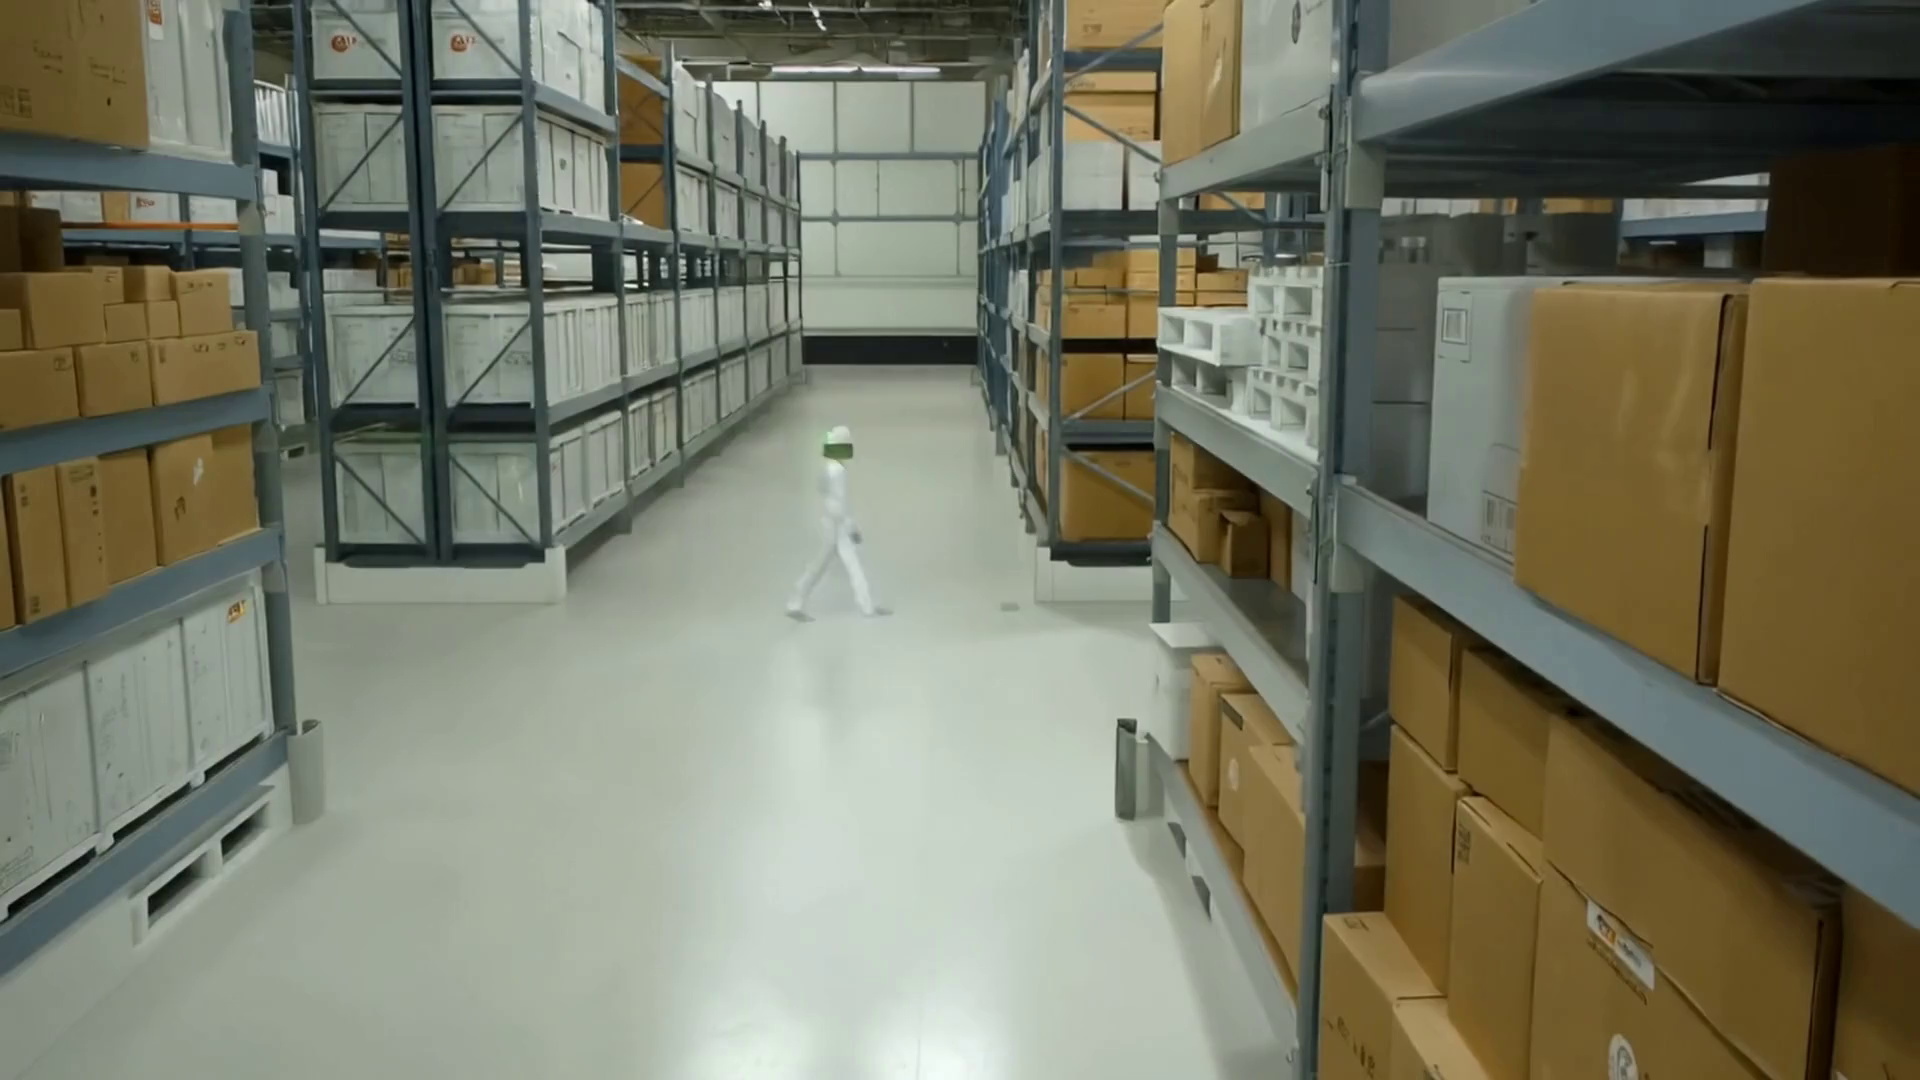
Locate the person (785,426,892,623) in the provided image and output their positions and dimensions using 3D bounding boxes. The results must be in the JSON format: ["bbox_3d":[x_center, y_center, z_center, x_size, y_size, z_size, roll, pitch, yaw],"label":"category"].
[{"bbox_3d":[-1.083,-0.126,14.264,0.910,1.698,0.497,0,9,-3],"label":"person"}]
